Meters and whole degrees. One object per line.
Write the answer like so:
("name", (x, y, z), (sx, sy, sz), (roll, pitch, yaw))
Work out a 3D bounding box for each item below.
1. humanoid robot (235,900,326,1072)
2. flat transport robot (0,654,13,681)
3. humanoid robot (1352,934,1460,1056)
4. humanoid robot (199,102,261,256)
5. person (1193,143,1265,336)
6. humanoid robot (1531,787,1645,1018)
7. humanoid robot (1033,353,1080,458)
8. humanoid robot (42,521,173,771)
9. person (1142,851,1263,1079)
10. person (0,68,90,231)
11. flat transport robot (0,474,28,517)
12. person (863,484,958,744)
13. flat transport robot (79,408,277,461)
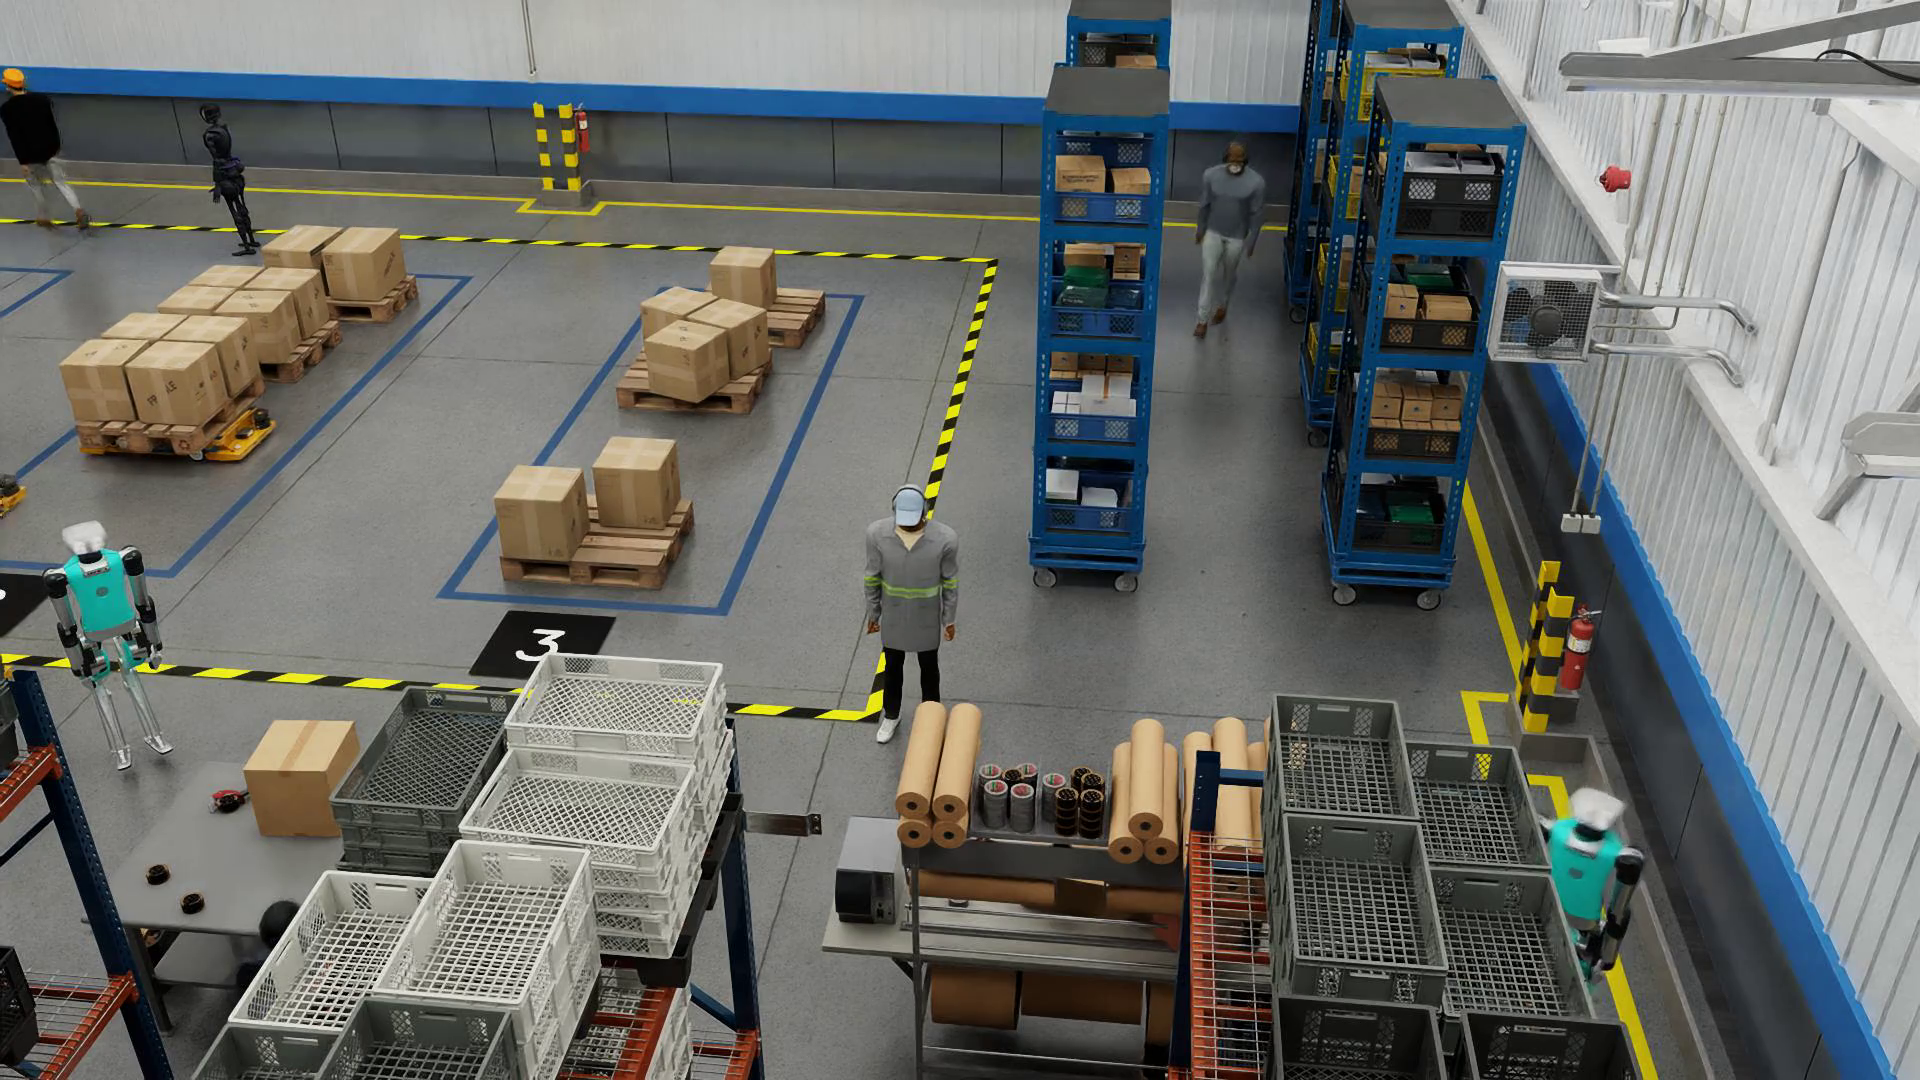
("humanoid robot", (-2.850, 2.222, 7.469), (0.599, 1.635, 0.451), (-3, 30, -5))
("flat transport robot", (-7.142, 0.969, 11.010), (1.431, 0.231, 0.659), (3, 30, 6))
("humanoid robot", (2.029, 2.144, 7.612), (0.589, 1.631, 0.670), (18, 35, 28))
("humanoid robot", (-7.919, -3.909, 17.973), (0.315, 1.656, 0.599), (-2, 30, -4))
("person", (2.562, -2.890, 16.026), (0.631, 1.890, 0.979), (8, 31, 13))
("humanoid robot", (3.006, 1.836, 8.129), (0.532, 1.800, 0.840), (18, 35, 28))
("humanoid robot", (0.952, -1.391, 13.692), (0.649, 1.638, 0.612), (2, 30, 4))
("humanoid robot", (-5.173, 0.580, 10.089), (0.533, 1.671, 0.735), (-21, 36, -32))
("person", (1.132, 1.836, 7.842), (0.598, 1.957, 0.364), (13, 33, 21))
("person", (-10.230, -4.313, 18.502), (0.802, 1.855, 0.590), (19, 35, 30))
("flat transport robot", (-8.283, -0.324, 13.201), (1.431, 0.197, 0.652), (3, 30, 6))
("person", (-0.306, 0.463, 10.308), (0.586, 1.848, 0.392), (3, 30, 5))
("flat transport robot", (-6.709, -0.943, 14.266), (1.431, 0.197, 0.652), (3, 30, 6))
